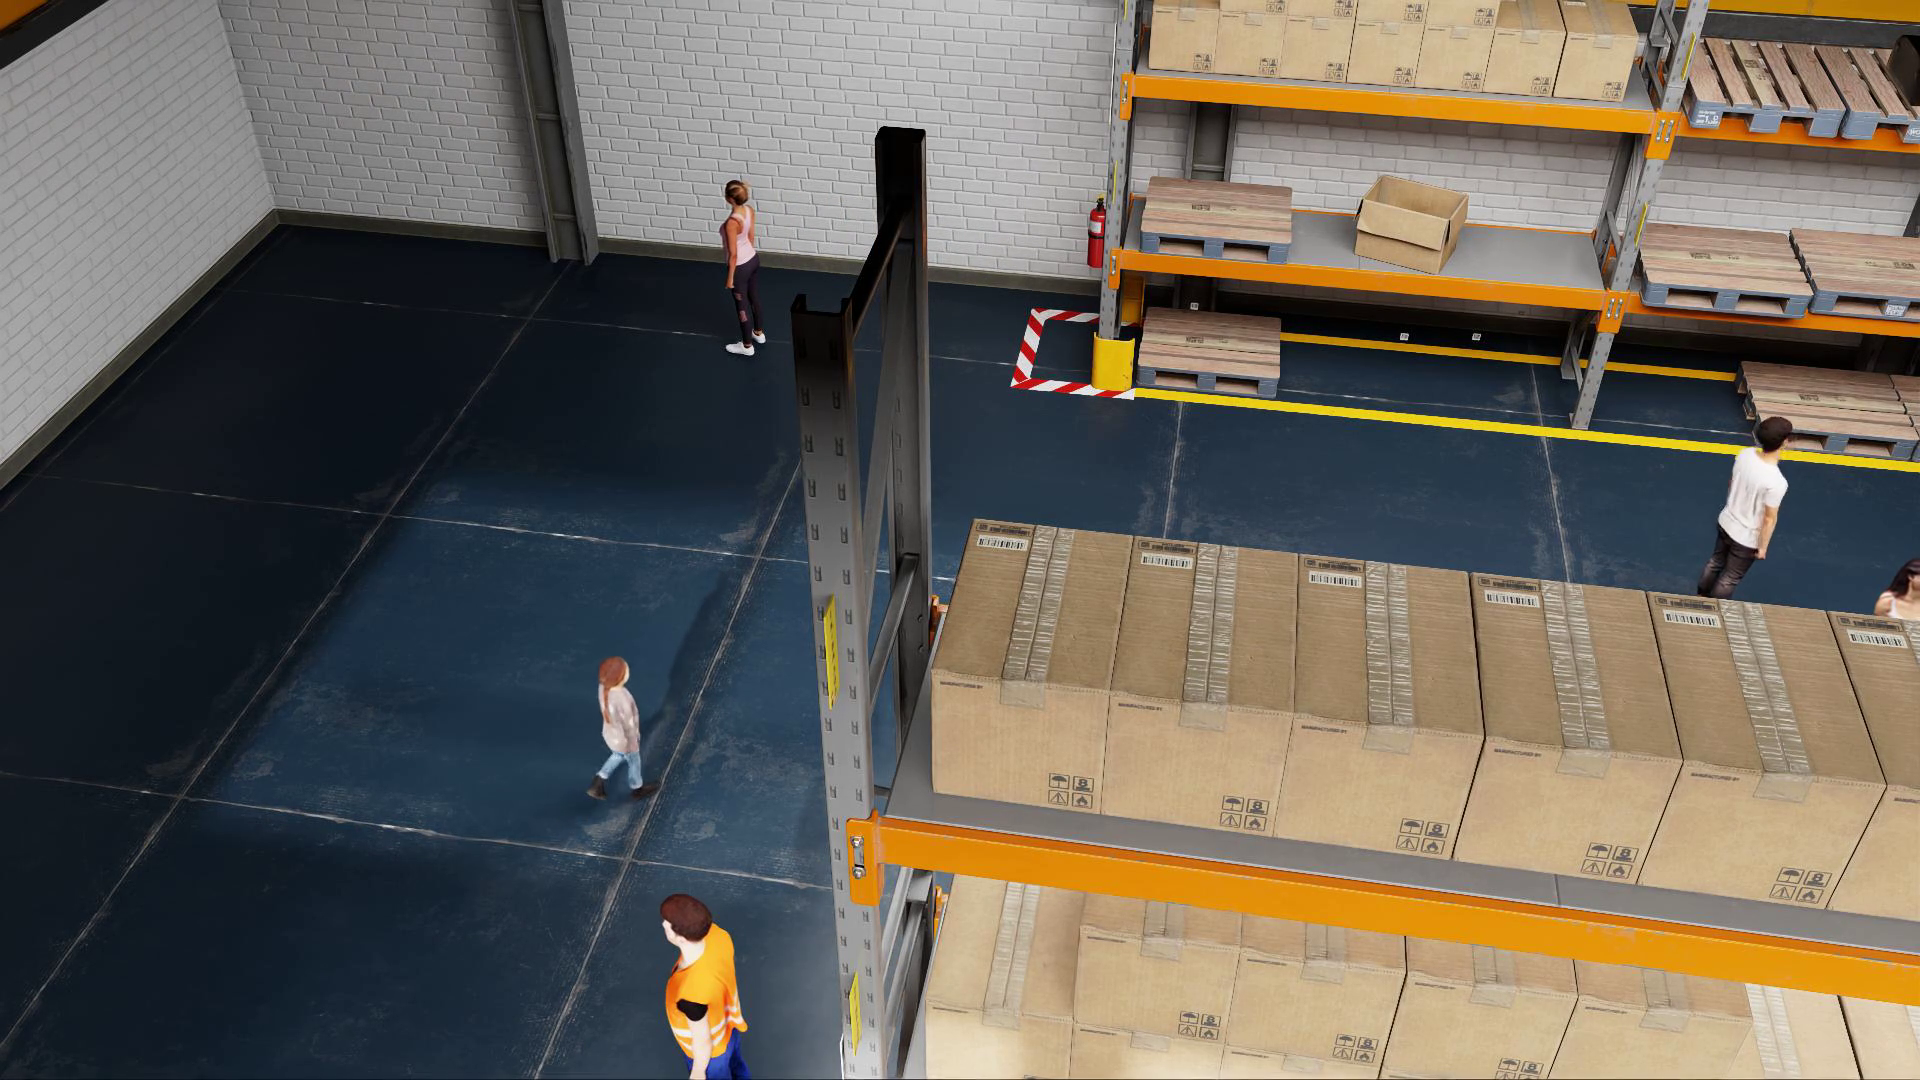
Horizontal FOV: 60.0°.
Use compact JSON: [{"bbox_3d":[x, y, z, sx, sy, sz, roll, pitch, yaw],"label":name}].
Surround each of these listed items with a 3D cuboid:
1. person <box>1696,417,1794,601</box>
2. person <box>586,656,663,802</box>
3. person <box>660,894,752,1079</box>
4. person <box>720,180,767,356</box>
[{"bbox_3d":[5.413,-0.110,11.491,0.654,1.714,0.706,-1,39,-1],"label":"person"},{"bbox_3d":[-2.134,1.207,10.265,0.774,1.187,0.717,-24,45,-27],"label":"person"},{"bbox_3d":[-1.226,2.416,8.192,0.637,1.884,0.700,3,39,4],"label":"person"},{"bbox_3d":[-1.871,-2.371,14.382,0.620,1.640,0.617,16,41,19],"label":"person"}]
